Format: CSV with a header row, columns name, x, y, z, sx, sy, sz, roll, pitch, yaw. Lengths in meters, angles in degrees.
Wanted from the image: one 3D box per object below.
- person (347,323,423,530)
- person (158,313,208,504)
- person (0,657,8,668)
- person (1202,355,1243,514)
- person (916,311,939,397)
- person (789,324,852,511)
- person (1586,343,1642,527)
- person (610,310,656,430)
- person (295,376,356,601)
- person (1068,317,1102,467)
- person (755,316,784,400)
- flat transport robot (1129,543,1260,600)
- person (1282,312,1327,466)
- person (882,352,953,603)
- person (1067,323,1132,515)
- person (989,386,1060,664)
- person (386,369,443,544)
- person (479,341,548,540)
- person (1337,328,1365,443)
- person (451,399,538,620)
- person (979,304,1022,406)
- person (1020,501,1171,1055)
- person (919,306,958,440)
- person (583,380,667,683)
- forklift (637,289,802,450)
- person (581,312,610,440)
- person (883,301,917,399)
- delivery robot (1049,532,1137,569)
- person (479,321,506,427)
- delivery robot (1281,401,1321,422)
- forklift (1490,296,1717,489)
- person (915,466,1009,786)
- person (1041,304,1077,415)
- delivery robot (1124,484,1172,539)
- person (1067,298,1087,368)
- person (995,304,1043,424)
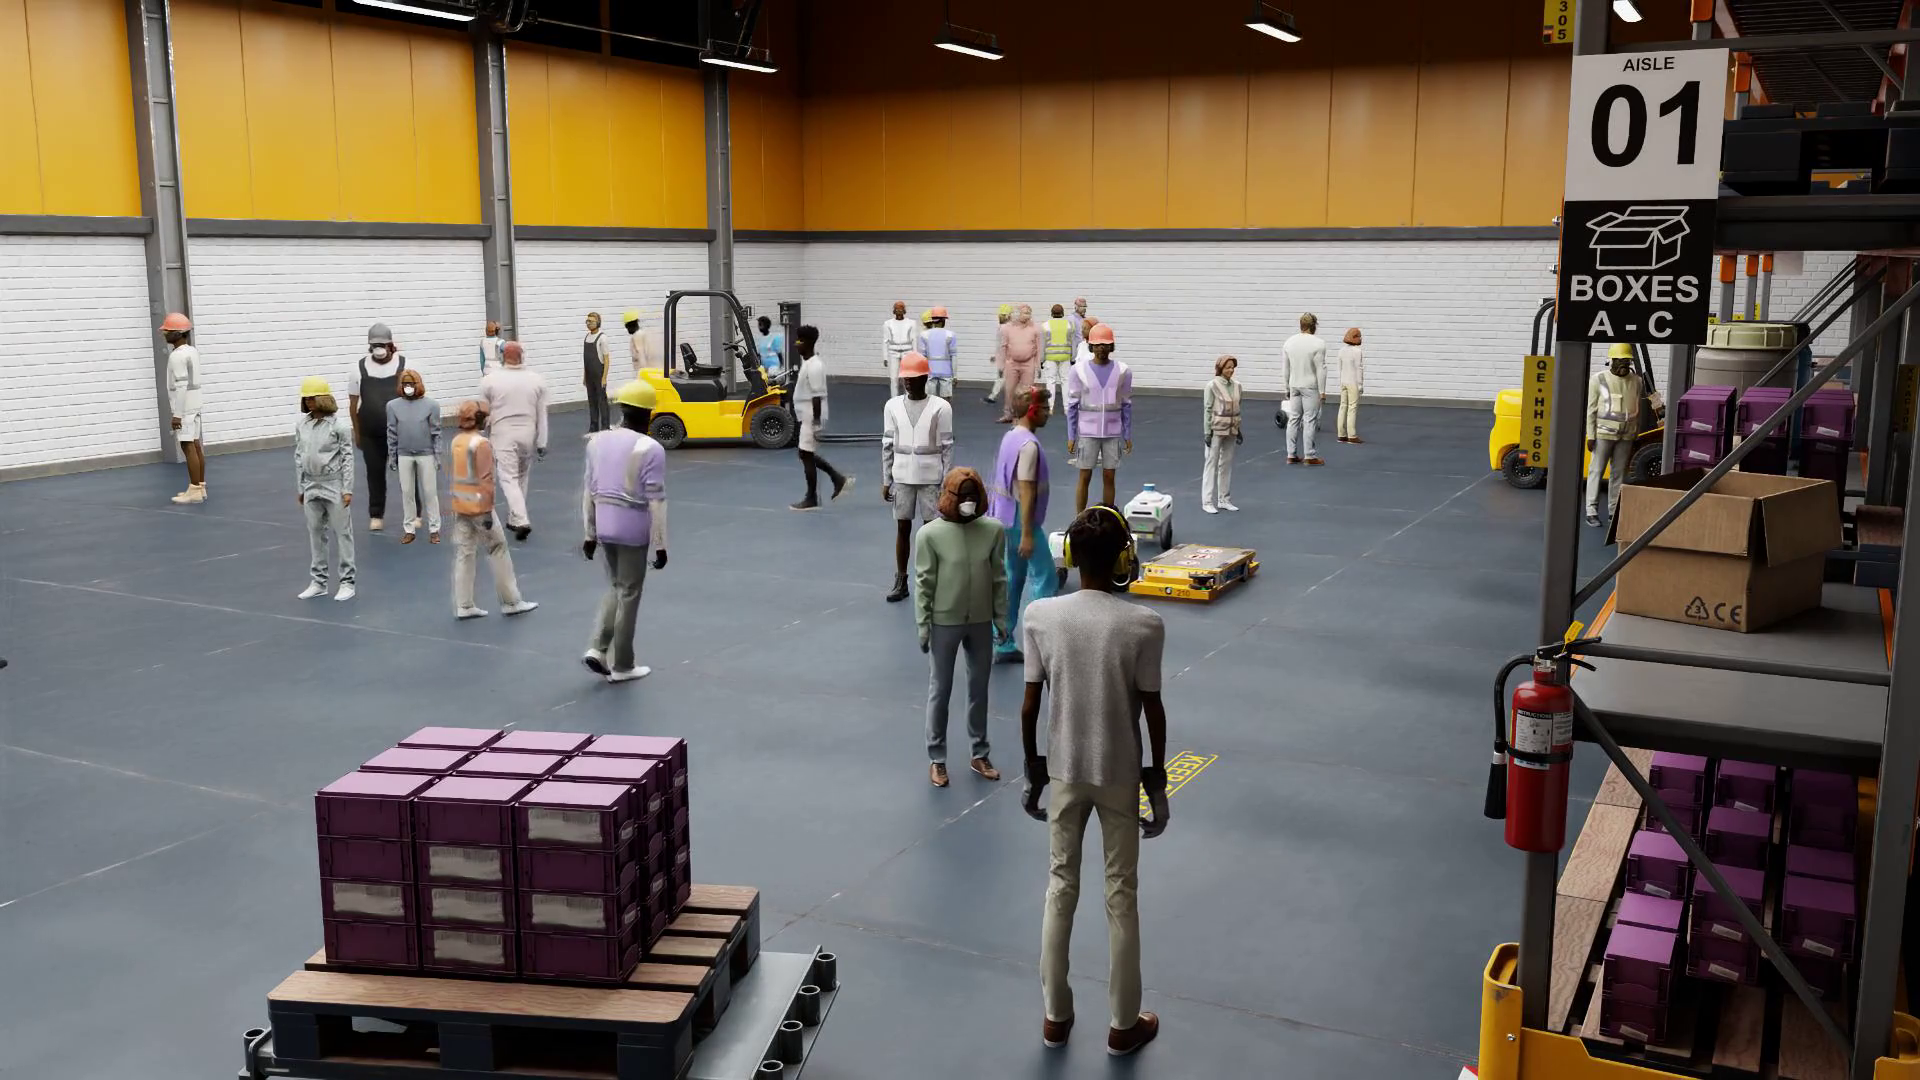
name,x,y,z,sx,sy,sz,roll,pitch,yaw
person,-5.554,-1.102,16.112,0.688,2.000,0.543,-3,10,-15
person,-8.355,-1.413,17.894,0.370,2.048,0.607,-2,10,-11
person,-6.491,-0.037,10.326,0.540,1.915,0.855,9,13,42
person,2.725,-1.097,17.244,0.520,1.638,0.312,-7,12,-35
person,-0.538,-2.929,27.577,0.541,1.726,0.504,-7,12,-36
person,-1.480,-1.278,17.362,0.562,1.953,0.612,-1,10,-7
person,6.438,-1.043,16.364,0.586,1.835,0.404,-2,10,-10
person,-4.672,-2.433,24.377,1.040,1.858,0.637,1,10,4
person,-4.923,-0.394,12.873,0.487,1.744,0.313,3,10,15
person,1.623,-1.856,20.927,0.356,1.885,0.573,-6,12,-32
person,-3.181,-2.840,27.317,0.539,1.645,0.850,9,13,41
flat transport robot,1.917,0.240,13.458,0.652,0.197,1.431,5,11,25
person,4.366,-1.901,21.028,0.358,1.938,0.636,-9,13,-41
person,-0.335,-0.474,12.771,0.552,1.935,0.369,2,10,12
person,1.309,-0.999,15.510,0.614,2.041,0.393,-1,10,-6
person,0.545,-0.084,10.823,0.717,1.822,0.600,-2,10,-11
person,-5.032,-0.767,15.377,0.501,1.625,0.282,-1,10,-4
person,-4.230,-0.950,15.750,0.651,1.869,0.956,-7,12,-36
person,5.542,-2.184,23.553,0.282,1.633,0.498,-4,11,-23
person,-3.465,-0.231,12.250,0.633,1.617,0.545,-10,14,-44
person,0.751,-3.240,29.234,0.930,1.781,0.613,-3,10,-15
person,0.455,0.802,5.591,0.526,1.869,0.324,3,10,18
person,-0.307,-2.383,23.833,0.549,1.932,0.375,1,10,6
person,-2.057,-0.047,10.380,0.603,1.901,0.449,6,12,33
forklift,-3.358,-2.392,23.136,2.313,2.155,1.214,-1,10,-5
person,-5.236,-2.344,23.867,0.510,1.846,0.341,8,13,39
person,-1.019,-3.134,28.381,0.578,1.875,0.346,0,10,1
delivery robot,1.066,0.065,13.382,0.707,0.478,0.477,1,10,7
person,-7.189,-2.562,25.726,0.510,1.640,0.308,4,11,22
delivery robot,5.194,-1.998,25.323,0.477,0.478,0.707,-3,10,-19
forklift,7.296,-1.677,18.993,2.313,2.155,1.214,5,11,27
person,0.009,0.432,8.428,0.499,1.627,0.270,-5,11,-25
person,1.622,-3.004,27.703,0.630,1.840,0.429,-1,10,-5
delivery robot,1.739,-0.273,15.323,0.477,0.478,0.707,3,10,16
person,2.075,-3.218,28.758,0.403,1.904,0.651,6,11,30
person,0.904,-2.736,26.091,0.788,1.878,0.411,2,10,10
